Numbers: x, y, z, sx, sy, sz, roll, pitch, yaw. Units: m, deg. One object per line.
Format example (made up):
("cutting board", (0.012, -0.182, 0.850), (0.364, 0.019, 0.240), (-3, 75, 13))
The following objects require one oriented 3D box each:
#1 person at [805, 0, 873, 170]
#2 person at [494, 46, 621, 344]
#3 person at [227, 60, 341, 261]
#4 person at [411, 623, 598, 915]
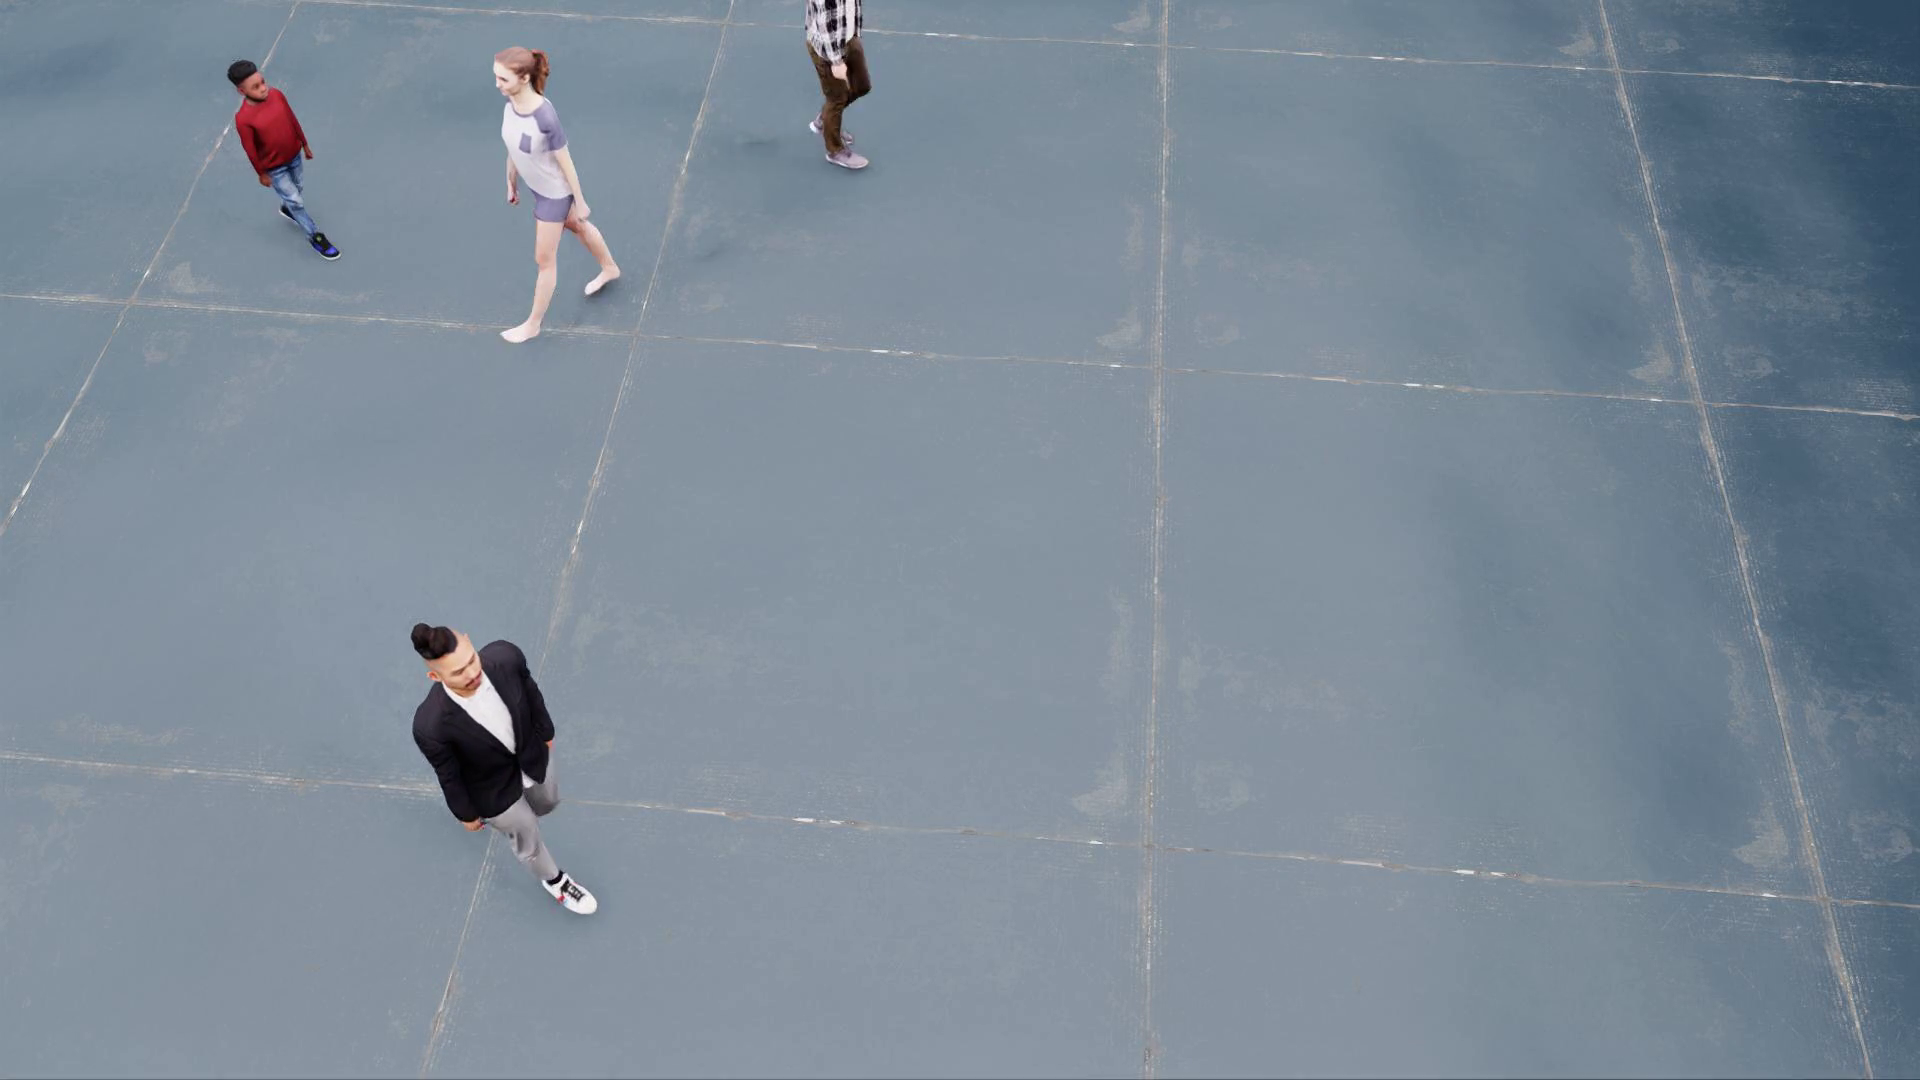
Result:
("person", (-0.817, -2.951, 9.783), (0.717, 1.796, 0.699), (13, 53, 10))
("person", (-2.151, -1.950, 9.050), (1.120, 1.729, 1.057), (-34, 60, -23))
("person", (-3.957, -2.234, 9.579), (0.844, 1.241, 0.695), (24, 56, 17))
("person", (-1.920, 0.869, 6.739), (1.165, 1.932, 1.022), (31, 58, 22))
